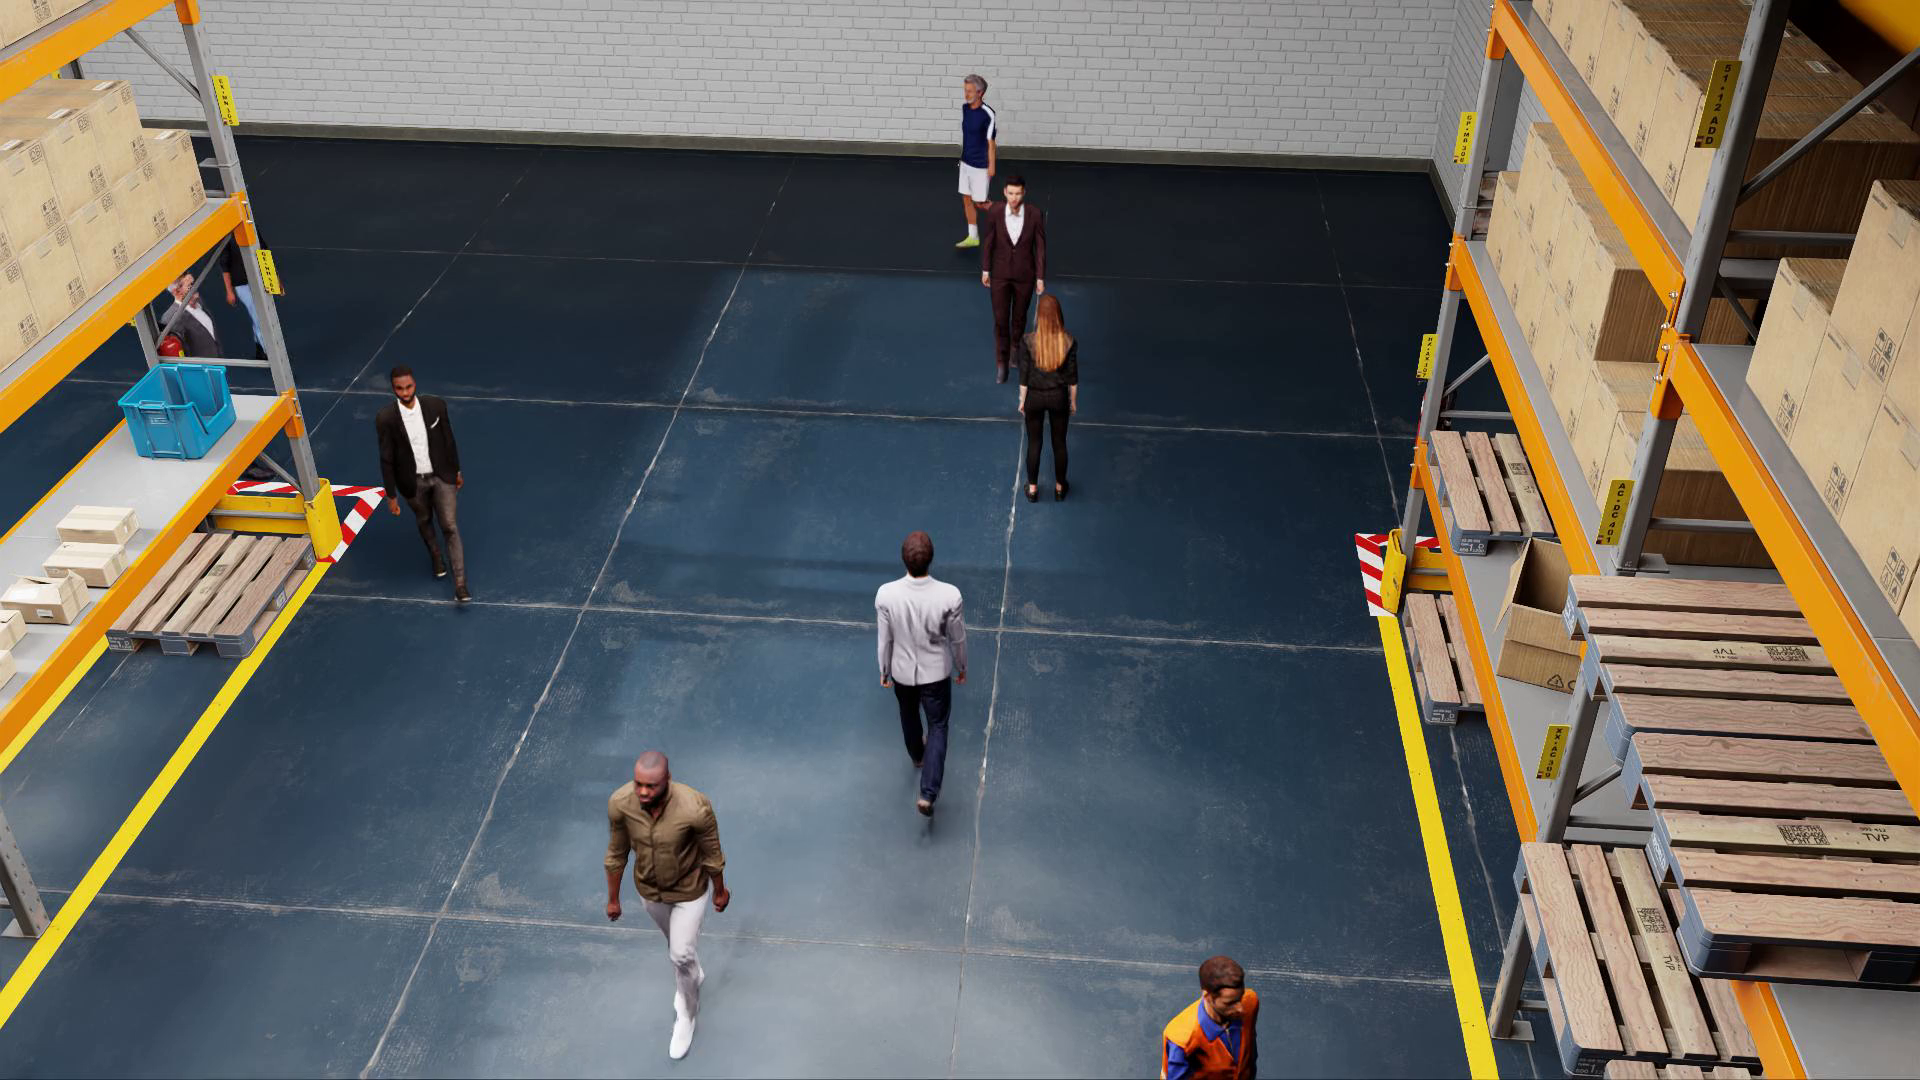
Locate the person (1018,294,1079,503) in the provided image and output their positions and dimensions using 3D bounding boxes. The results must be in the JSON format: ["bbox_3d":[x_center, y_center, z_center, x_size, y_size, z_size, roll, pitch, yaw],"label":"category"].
[{"bbox_3d":[0.669,-1.076,12.779,0.611,1.710,0.546,1,34,1],"label":"person"}]

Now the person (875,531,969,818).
[{"bbox_3d":[-0.241,0.807,9.843,0.689,1.824,1.122,2,34,3],"label":"person"}]

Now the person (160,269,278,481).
[{"bbox_3d":[-5.966,-1.285,12.999,0.876,1.814,1.069,-1,34,-2],"label":"person"}]

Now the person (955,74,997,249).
[{"bbox_3d":[0.238,-3.833,16.823,0.974,1.826,0.922,-23,40,-30],"label":"person"}]

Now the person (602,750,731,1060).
[{"bbox_3d":[-1.439,1.710,8.505,0.831,1.801,0.903,8,34,12],"label":"person"}]

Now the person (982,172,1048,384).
[{"bbox_3d":[0.468,-2.368,14.605,0.758,1.840,1.022,0,34,1],"label":"person"}]

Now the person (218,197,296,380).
[{"bbox_3d":[-6.262,-2.244,14.567,0.873,1.676,0.893,19,38,26],"label":"person"}]

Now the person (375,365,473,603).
[{"bbox_3d":[-3.811,-0.455,11.797,1.035,1.762,1.229,-14,36,-20],"label":"person"}]

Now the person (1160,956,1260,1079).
[{"bbox_3d":[1.072,2.472,7.303,0.771,1.864,0.825,-24,40,-31],"label":"person"}]
